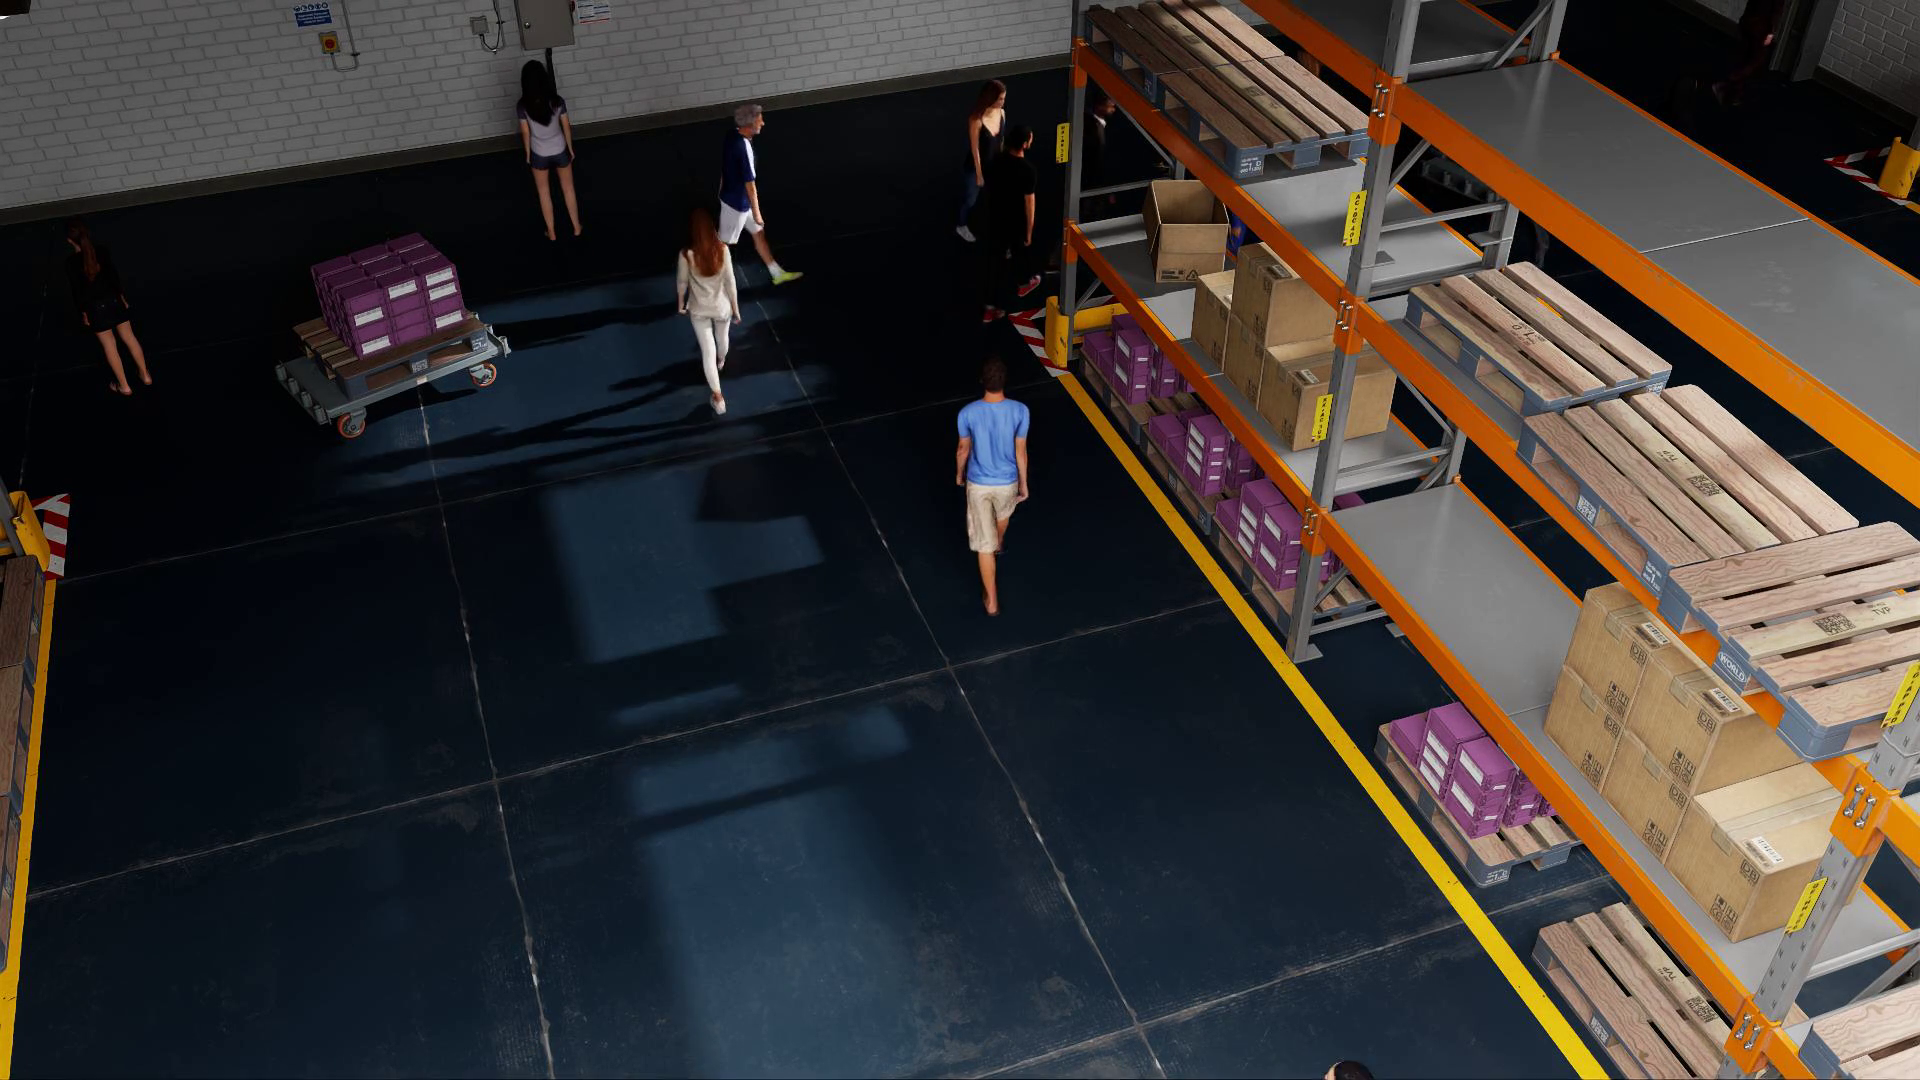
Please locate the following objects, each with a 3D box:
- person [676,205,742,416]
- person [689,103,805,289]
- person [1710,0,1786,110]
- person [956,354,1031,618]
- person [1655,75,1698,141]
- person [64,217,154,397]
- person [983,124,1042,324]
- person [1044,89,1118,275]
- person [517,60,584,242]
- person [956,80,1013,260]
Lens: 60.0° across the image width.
[{"bbox_3d":[-1.949,-1.759,13.060,0.661,1.673,1.078,-10,40,-12],"label":"person"},{"bbox_3d":[-2.018,-2.900,14.420,0.789,1.758,1.222,-11,40,-13],"label":"person"},{"bbox_3d":[8.350,-5.427,17.512,0.817,1.849,0.913,-8,39,-10],"label":"person"},{"bbox_3d":[0.221,-0.320,11.152,0.823,1.806,1.278,-5,39,-6],"label":"person"},{"bbox_3d":[6.490,-3.508,15.296,0.643,1.615,0.505,-13,40,-16],"label":"person"},{"bbox_3d":[-6.859,-1.887,13.317,0.685,1.552,0.638,27,46,30],"label":"person"},{"bbox_3d":[0.368,-2.639,14.133,1.123,1.708,1.139,21,43,24],"label":"person"},{"bbox_3d":[1.043,-3.116,14.696,0.928,1.752,1.084,-7,39,-9],"label":"person"},{"bbox_3d":[-3.797,-3.587,15.322,0.586,1.707,0.497,-13,40,-16],"label":"person"},{"bbox_3d":[0.156,-3.396,15.116,0.772,1.665,1.134,-26,45,-28],"label":"person"}]
